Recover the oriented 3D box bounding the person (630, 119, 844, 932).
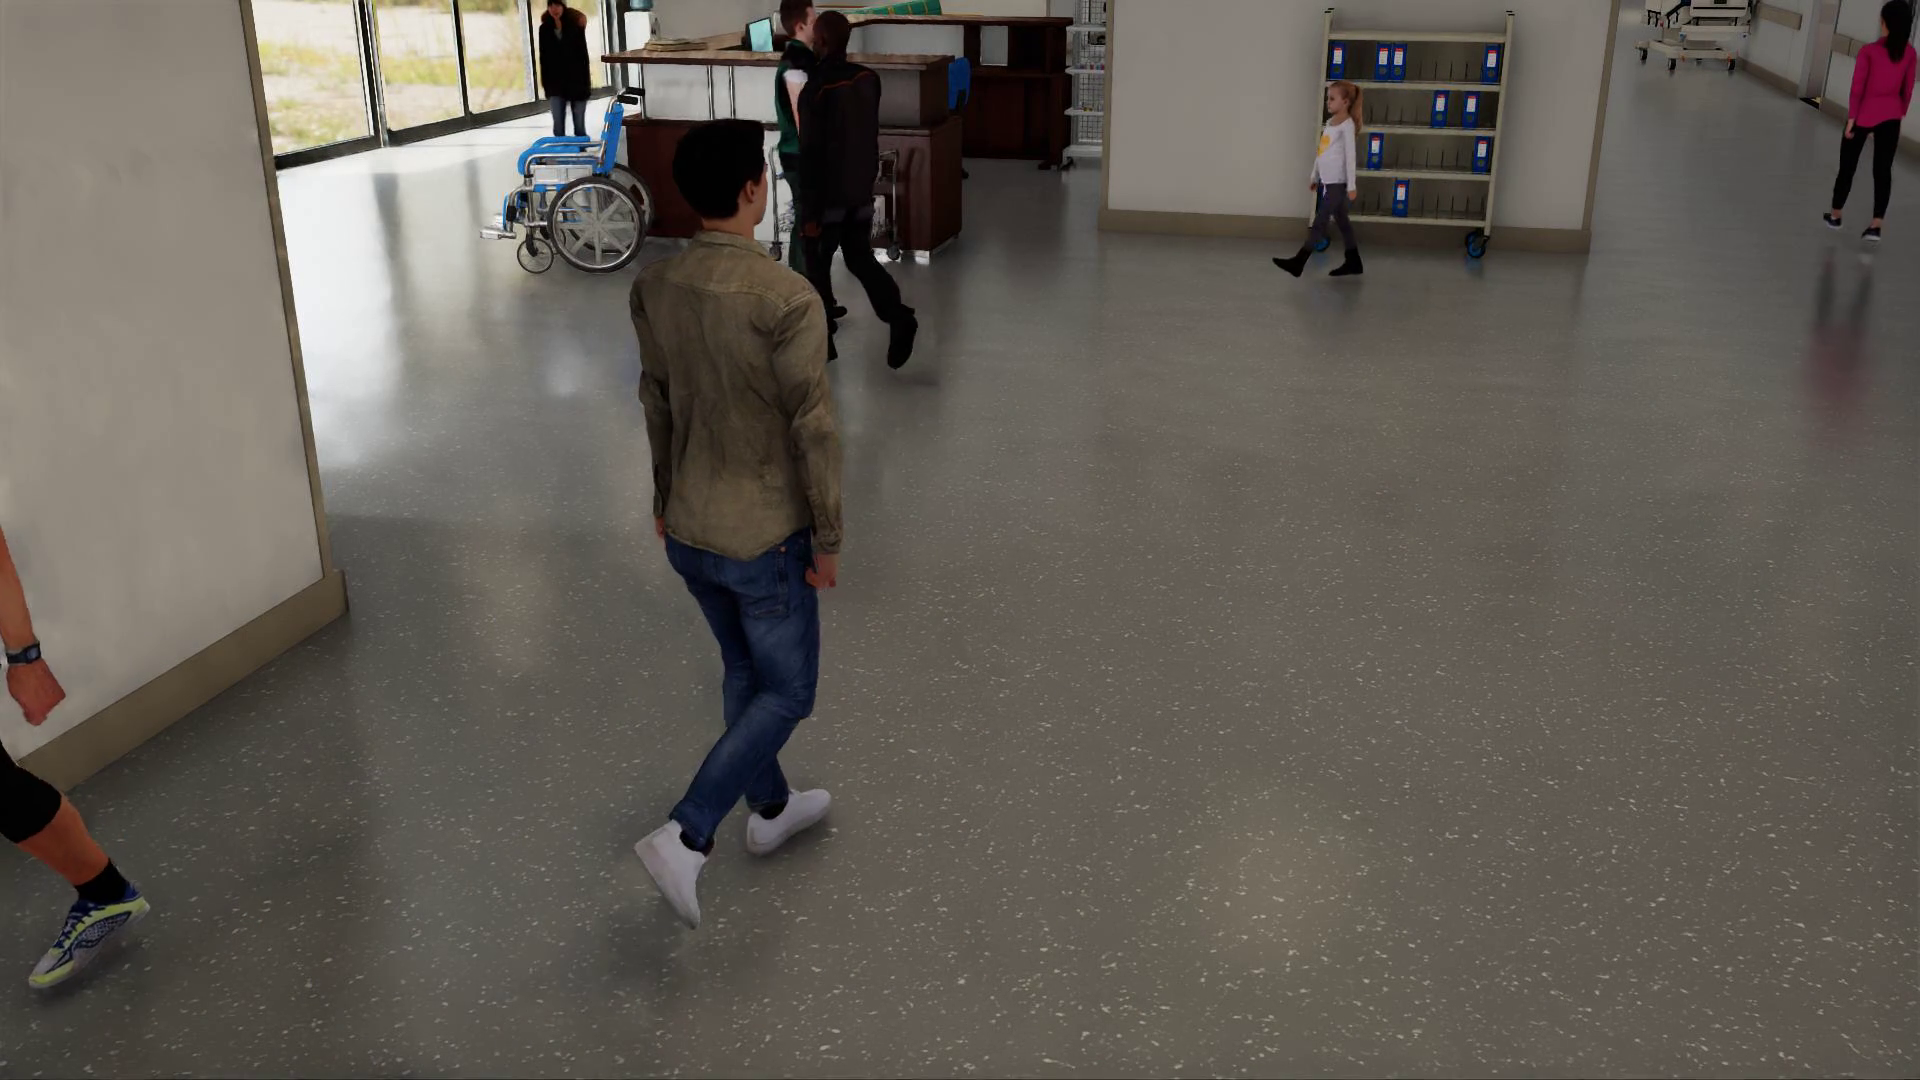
[{"bbox_3d":[-0.557,0.000,3.820,1.058,1.849,0.957,12,24,29],"label":"person"}]

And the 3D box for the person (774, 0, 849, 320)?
[{"bbox_3d":[-0.900,-2.217,9.680,0.755,1.844,0.740,-4,21,-11],"label":"person"}]

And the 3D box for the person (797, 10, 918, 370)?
[{"bbox_3d":[-0.557,-1.760,8.533,1.052,1.803,1.223,-19,28,-41],"label":"person"}]

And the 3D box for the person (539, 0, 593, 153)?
[{"bbox_3d":[-3.520,-4.108,15.010,0.956,1.605,0.876,-2,21,-6],"label":"person"}]

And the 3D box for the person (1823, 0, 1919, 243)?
[{"bbox_3d":[6.528,-2.921,11.807,1.097,1.653,0.742,3,21,8],"label":"person"}]

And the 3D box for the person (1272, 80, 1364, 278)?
[{"bbox_3d":[2.490,-2.304,10.742,0.932,1.254,0.710,-3,21,-7],"label":"person"}]
